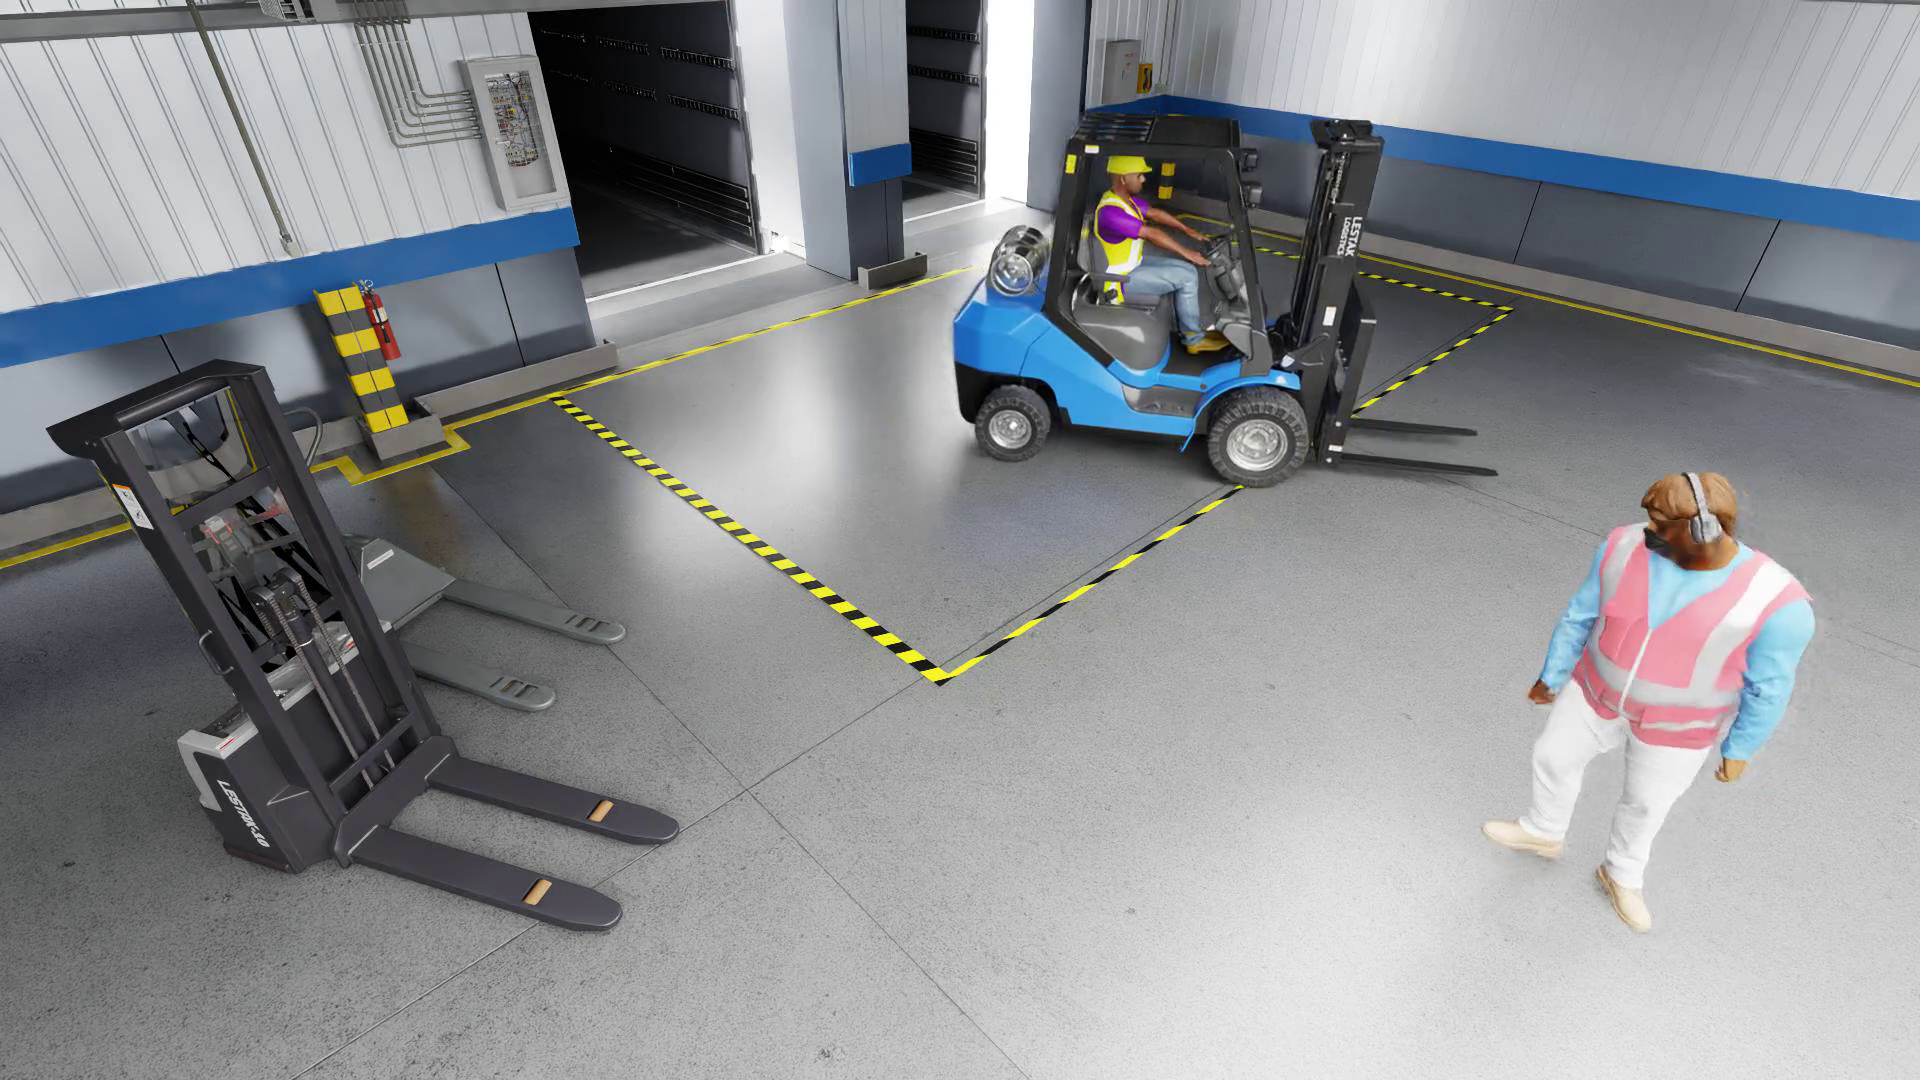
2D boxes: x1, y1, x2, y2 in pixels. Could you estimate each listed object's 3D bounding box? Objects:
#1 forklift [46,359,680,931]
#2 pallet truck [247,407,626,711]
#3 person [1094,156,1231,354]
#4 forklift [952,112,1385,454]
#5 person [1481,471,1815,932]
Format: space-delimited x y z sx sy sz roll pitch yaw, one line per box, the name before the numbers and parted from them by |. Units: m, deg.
forklift | -2.135 0.422 3.354 1.885 1.965 0.823 10 35 14
pallet truck | -2.628 0.038 4.590 1.601 1.201 0.680 12 36 18
person | 1.392 -1.907 6.130 1.004 1.294 0.635 8 35 11
forklift | 1.336 -1.764 6.253 2.680 2.036 1.157 8 35 11
person | 2.433 0.607 3.261 0.435 1.810 0.717 -19 39 -26
